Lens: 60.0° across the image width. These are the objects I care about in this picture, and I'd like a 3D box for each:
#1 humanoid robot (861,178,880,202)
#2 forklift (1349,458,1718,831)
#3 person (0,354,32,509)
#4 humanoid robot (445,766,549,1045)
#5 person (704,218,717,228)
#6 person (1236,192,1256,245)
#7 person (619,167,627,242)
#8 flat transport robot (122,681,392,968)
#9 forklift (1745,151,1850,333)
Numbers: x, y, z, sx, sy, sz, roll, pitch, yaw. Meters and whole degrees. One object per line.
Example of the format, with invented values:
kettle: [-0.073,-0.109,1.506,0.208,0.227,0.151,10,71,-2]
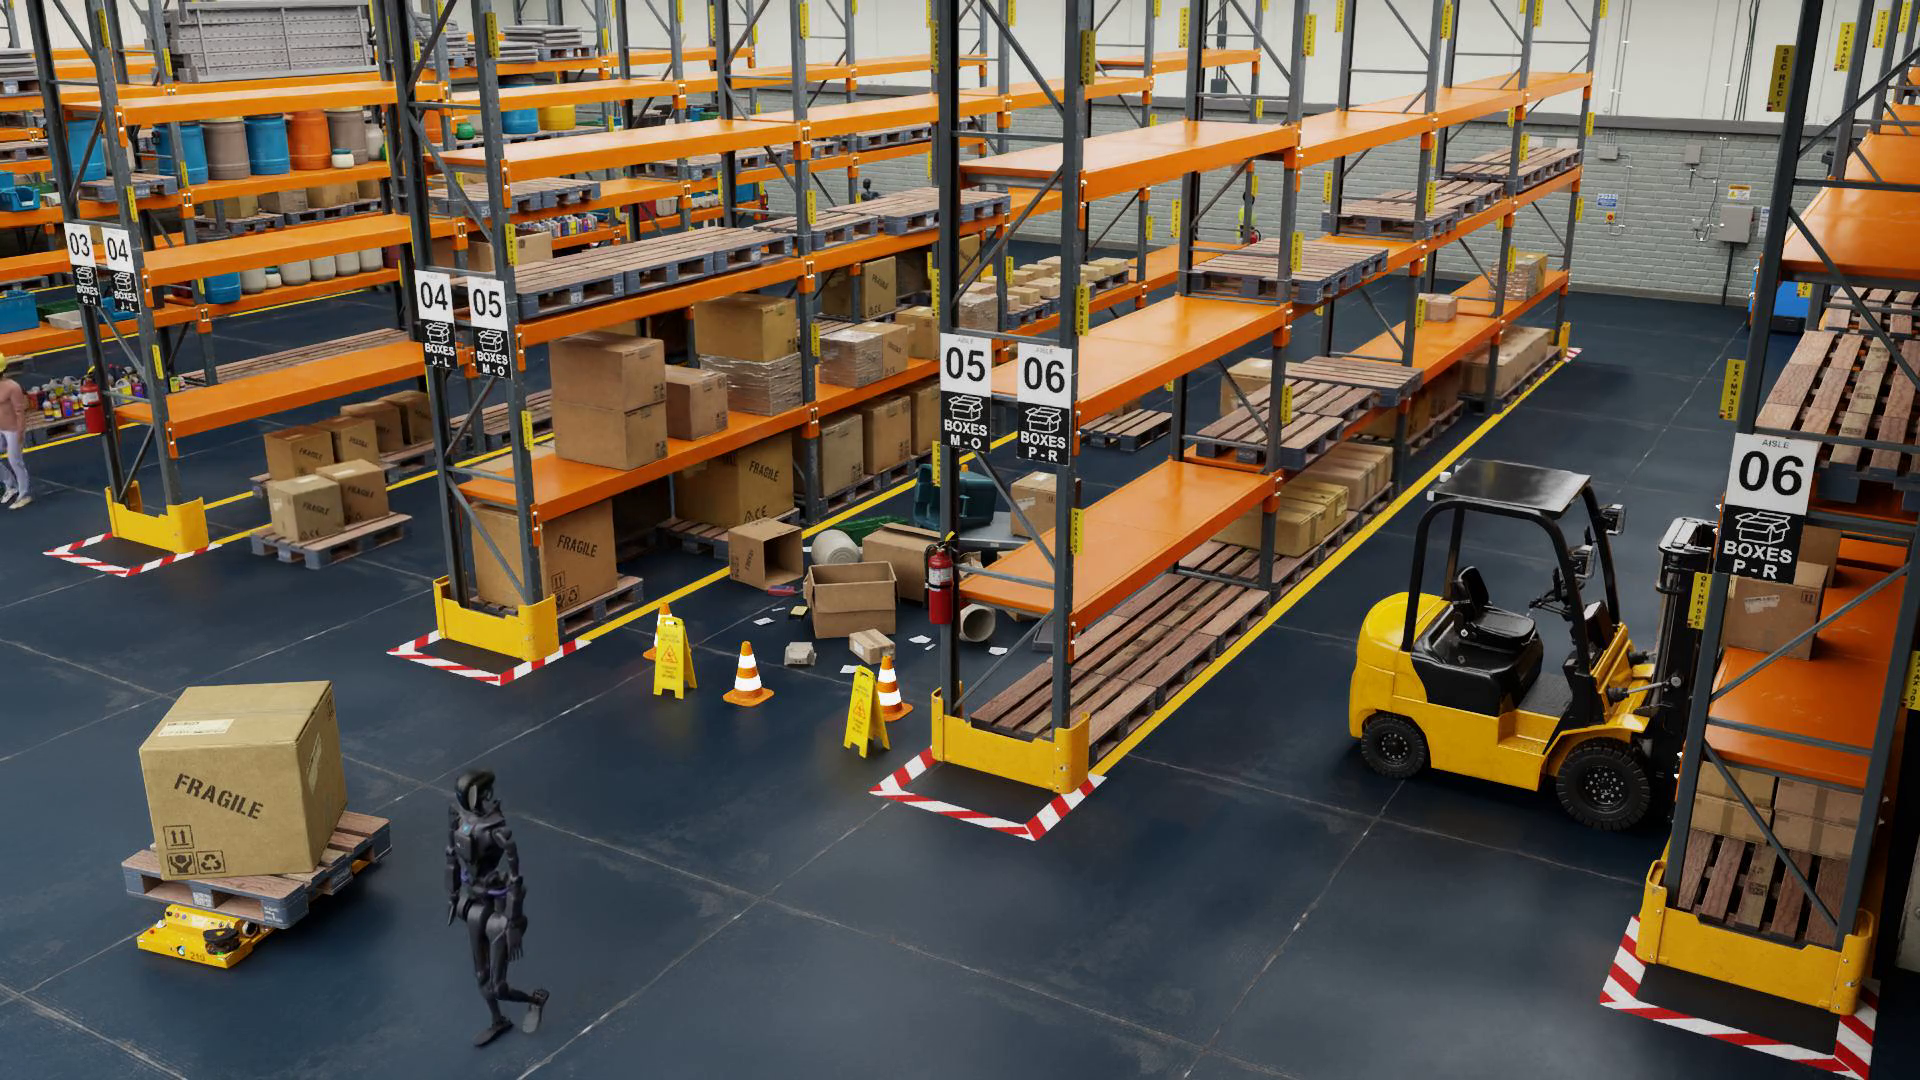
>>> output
humanoid robot: [-1.787,-6.281,32.689,0.612,1.624,0.782,-10,21,-26]
forklift: [3.988,0.658,11.776,2.313,2.155,1.214,11,22,29]
person: [-10.194,-1.163,17.733,0.572,1.726,0.390,6,20,18]
humanoid robot: [-2.486,1.927,8.883,0.596,1.640,0.430,12,23,31]
person: [-5.239,-7.062,34.864,0.489,1.688,0.350,-6,20,-18]
person: [5.242,-5.569,30.525,0.322,1.696,0.535,11,22,28]
person: [-6.688,-6.664,33.583,0.511,1.764,0.850,-1,19,-2]
flat transport robot: [-4.346,2.161,10.368,0.659,0.231,1.431,6,20,18]
forklift: [13.620,-4.667,26.137,1.873,2.768,1.129,11,22,29]
